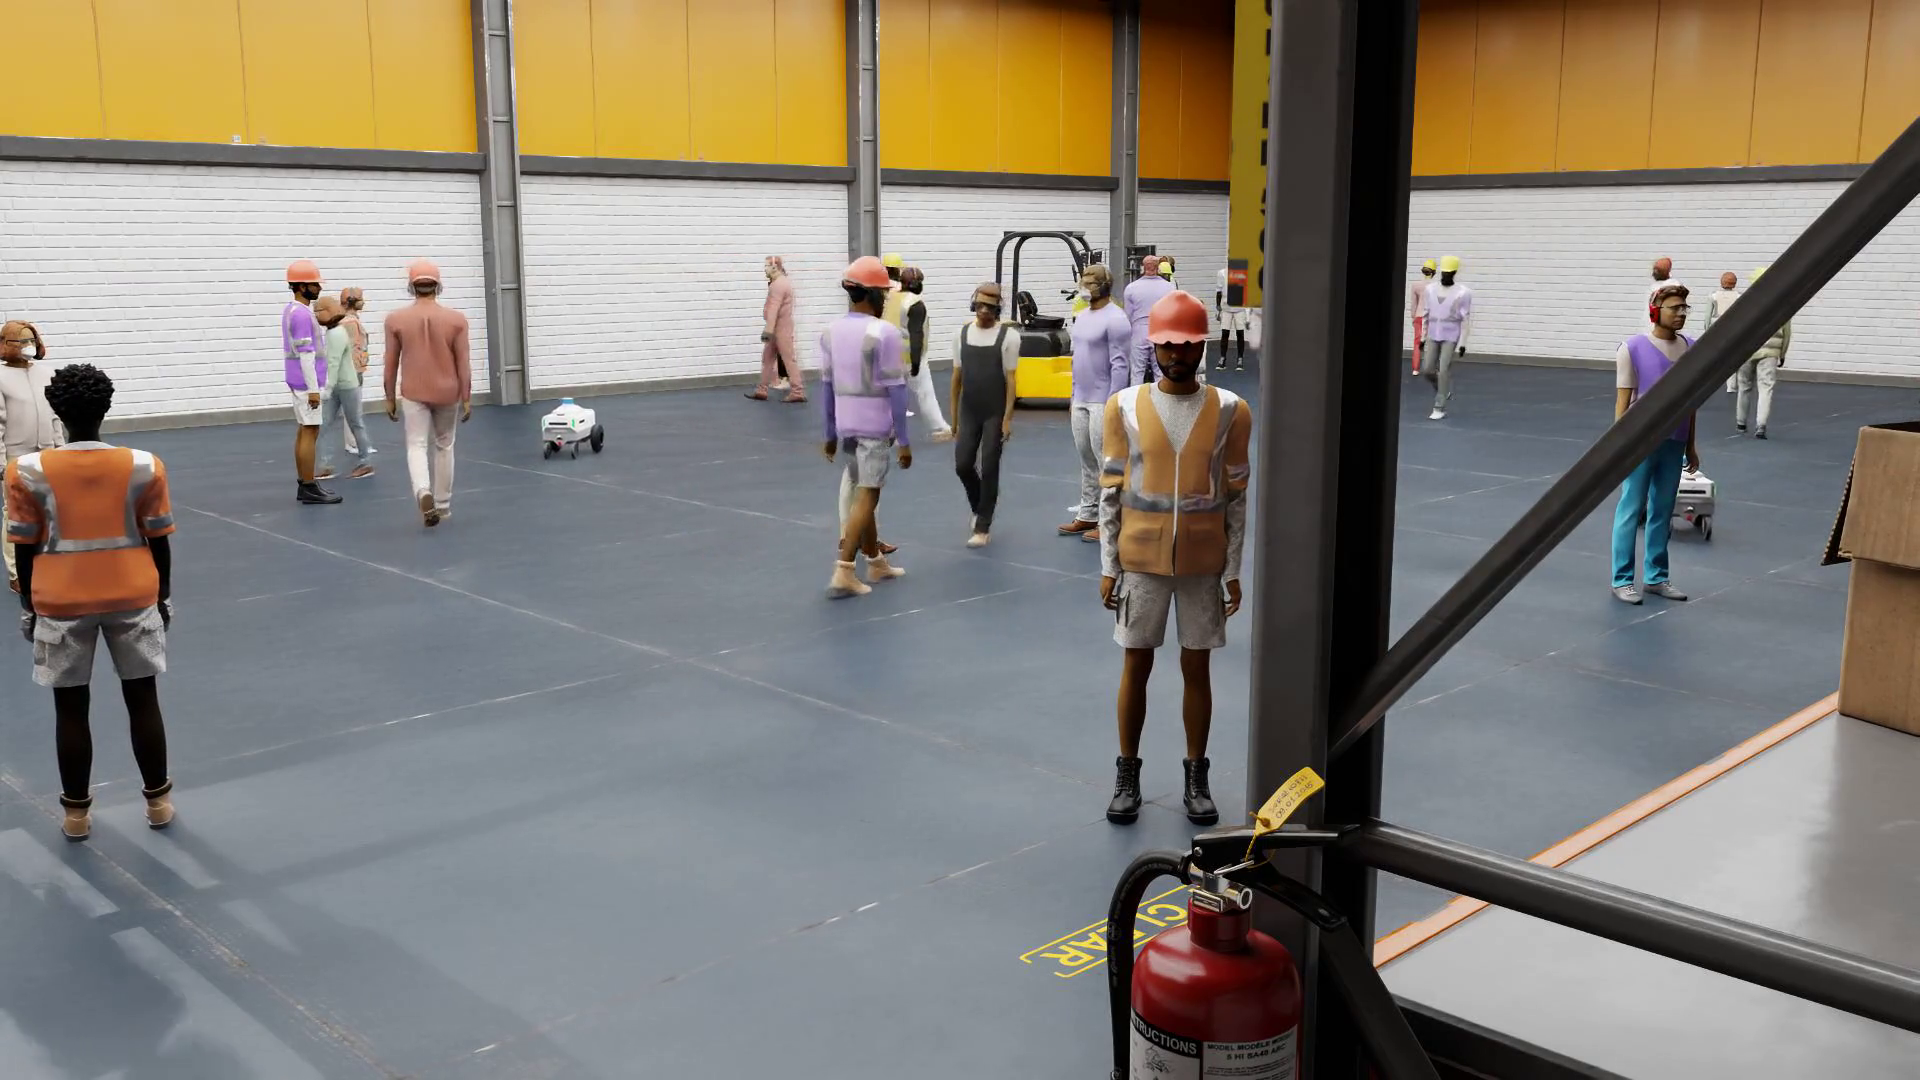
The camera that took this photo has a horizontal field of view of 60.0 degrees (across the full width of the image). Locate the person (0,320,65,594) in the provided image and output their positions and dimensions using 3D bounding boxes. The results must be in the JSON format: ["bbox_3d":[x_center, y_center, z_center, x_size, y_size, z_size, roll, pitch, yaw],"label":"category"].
[{"bbox_3d":[-5.585,-0.500,9.982,0.285,1.633,0.497,4,11,20],"label":"person"}]

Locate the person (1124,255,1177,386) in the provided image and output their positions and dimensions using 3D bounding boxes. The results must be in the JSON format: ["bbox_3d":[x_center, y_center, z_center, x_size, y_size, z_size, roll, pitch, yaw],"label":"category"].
[{"bbox_3d":[2.201,-2.331,19.248,0.639,1.900,0.401,0,10,1],"label":"person"}]

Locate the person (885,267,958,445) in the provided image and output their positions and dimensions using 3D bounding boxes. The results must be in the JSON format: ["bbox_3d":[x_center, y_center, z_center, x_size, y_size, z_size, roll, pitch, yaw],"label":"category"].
[{"bbox_3d":[-0.441,-1.865,16.962,0.926,1.797,0.648,-7,12,-32],"label":"person"}]

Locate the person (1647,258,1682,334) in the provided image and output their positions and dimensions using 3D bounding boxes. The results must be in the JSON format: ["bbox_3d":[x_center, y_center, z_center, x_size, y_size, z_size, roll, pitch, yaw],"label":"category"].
[{"bbox_3d":[8.741,-2.560,20.661,0.607,1.862,0.370,-7,12,-33],"label":"person"}]

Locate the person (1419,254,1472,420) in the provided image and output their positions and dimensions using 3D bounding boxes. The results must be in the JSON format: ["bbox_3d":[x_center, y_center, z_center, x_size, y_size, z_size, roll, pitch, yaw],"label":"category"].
[{"bbox_3d":[5.637,-2.356,19.322,0.602,1.911,0.506,10,14,43],"label":"person"}]

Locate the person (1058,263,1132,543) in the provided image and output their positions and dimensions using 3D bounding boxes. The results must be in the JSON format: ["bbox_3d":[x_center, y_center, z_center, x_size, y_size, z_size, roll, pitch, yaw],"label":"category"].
[{"bbox_3d":[0.952,-0.956,11.639,0.372,1.940,0.631,-5,12,-26],"label":"person"}]

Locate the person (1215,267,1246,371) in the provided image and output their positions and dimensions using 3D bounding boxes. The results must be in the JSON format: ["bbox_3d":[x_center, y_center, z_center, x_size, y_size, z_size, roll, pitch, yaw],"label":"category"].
[{"bbox_3d":[4.336,-3.659,26.312,0.605,1.962,0.373,4,11,21],"label":"person"}]

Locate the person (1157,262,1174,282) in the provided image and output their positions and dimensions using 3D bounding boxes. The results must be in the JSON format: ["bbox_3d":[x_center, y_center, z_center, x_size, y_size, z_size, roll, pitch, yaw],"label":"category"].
[{"bbox_3d":[2.777,-2.952,22.998,0.329,1.765,0.533,-3,11,-13],"label":"person"}]

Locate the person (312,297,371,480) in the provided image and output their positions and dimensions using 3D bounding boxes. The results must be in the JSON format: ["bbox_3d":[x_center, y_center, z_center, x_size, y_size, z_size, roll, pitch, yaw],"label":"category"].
[{"bbox_3d":[-5.440,-1.302,14.427,0.695,1.589,0.486,-10,14,-43],"label":"person"}]

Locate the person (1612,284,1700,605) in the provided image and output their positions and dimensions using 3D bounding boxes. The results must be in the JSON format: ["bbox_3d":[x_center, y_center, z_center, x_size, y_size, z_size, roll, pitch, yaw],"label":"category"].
[{"bbox_3d":[4.055,-0.558,9.709,0.567,1.850,0.389,-4,11,-19],"label":"person"}]

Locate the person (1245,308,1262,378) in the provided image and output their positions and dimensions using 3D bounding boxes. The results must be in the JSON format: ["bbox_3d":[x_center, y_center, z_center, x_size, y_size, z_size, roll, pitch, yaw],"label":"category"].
[{"bbox_3d":[4.450,-3.216,24.111,0.642,1.889,0.573,6,12,30],"label":"person"}]

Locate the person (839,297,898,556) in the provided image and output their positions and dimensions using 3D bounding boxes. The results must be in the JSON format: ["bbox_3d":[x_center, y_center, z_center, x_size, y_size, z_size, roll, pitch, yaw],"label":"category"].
[{"bbox_3d":[-0.628,-0.819,11.140,0.498,1.856,0.326,8,13,38],"label":"person"}]

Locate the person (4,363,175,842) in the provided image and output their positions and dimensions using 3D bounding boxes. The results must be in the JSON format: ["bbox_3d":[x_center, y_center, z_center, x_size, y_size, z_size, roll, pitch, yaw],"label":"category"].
[{"bbox_3d":[-3.052,0.222,5.895,0.530,1.689,0.321,-7,12,-33],"label":"person"}]

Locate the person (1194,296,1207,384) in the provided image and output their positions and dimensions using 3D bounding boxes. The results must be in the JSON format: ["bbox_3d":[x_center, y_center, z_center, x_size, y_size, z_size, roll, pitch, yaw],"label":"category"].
[{"bbox_3d":[1.842,-1.173,13.631,0.515,1.640,0.315,-10,14,-42],"label":"person"}]

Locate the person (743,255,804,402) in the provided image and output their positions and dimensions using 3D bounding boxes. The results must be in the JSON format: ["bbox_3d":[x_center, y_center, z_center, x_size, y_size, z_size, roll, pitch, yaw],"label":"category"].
[{"bbox_3d":[-2.414,-2.680,21.234,0.890,1.872,0.668,-1,10,-7],"label":"person"}]

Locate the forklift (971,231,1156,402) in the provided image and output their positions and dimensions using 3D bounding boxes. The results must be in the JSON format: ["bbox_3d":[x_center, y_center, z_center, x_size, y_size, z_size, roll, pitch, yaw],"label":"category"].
[{"bbox_3d":[1.222,-2.721,20.561,2.313,2.155,1.214,2,11,13],"label":"forklift"}]

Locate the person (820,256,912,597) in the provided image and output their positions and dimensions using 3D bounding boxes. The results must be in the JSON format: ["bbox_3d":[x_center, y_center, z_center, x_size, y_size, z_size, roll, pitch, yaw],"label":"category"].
[{"bbox_3d":[-0.571,-0.680,9.956,0.631,2.037,0.679,10,14,43],"label":"person"}]

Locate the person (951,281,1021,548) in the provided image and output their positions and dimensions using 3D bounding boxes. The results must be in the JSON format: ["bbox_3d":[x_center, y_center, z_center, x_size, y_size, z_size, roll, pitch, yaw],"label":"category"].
[{"bbox_3d":[0.179,-0.863,11.439,0.512,1.825,0.462,4,11,20],"label":"person"}]

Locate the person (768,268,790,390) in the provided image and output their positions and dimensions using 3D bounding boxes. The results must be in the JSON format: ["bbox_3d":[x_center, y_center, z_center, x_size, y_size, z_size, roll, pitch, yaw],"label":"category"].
[{"bbox_3d":[-2.512,-2.931,23.059,0.318,1.700,0.535,-4,11,-21],"label":"person"}]

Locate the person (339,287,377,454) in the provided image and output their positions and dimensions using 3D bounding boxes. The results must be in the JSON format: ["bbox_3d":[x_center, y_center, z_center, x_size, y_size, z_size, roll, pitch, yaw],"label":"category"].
[{"bbox_3d":[-5.933,-1.654,16.286,0.312,1.633,0.519,-5,11,-25],"label":"person"}]

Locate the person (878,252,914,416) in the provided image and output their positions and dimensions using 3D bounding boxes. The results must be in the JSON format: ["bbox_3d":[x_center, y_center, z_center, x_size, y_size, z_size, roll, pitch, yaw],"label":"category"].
[{"bbox_3d":[-0.815,-2.411,19.599,0.589,1.928,0.384,9,14,40],"label":"person"}]

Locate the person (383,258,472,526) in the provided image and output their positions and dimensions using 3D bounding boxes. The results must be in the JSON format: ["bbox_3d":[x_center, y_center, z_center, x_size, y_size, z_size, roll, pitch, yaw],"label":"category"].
[{"bbox_3d":[-3.899,-1.073,12.203,0.622,1.968,0.856,-3,11,-17],"label":"person"}]

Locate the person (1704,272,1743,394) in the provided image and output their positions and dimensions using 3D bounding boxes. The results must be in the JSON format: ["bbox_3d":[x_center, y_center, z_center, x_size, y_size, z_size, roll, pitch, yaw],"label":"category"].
[{"bbox_3d":[10.344,-2.797,22.500,0.525,1.637,0.307,6,12,28],"label":"person"}]

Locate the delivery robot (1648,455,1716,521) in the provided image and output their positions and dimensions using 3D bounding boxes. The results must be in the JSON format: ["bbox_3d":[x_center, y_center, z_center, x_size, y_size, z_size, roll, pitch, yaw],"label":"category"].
[{"bbox_3d":[5.172,-0.370,11.958,0.477,0.478,0.707,2,11,9],"label":"delivery robot"}]

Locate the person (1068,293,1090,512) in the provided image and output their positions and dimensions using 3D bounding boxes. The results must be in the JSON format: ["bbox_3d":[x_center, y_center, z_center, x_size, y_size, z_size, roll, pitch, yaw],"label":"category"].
[{"bbox_3d":[1.066,-1.020,12.578,0.497,1.716,0.525,1,10,7],"label":"person"}]

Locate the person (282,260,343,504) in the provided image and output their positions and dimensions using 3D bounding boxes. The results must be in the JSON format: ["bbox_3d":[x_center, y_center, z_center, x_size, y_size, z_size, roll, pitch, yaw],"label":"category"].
[{"bbox_3d":[-5.177,-1.252,13.252,0.356,1.937,0.552,-6,12,-28],"label":"person"}]

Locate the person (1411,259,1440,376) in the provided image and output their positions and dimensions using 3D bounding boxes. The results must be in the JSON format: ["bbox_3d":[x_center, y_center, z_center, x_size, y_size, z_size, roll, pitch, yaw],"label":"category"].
[{"bbox_3d":[7.080,-3.355,25.190,0.525,1.769,0.308,7,13,34],"label":"person"}]

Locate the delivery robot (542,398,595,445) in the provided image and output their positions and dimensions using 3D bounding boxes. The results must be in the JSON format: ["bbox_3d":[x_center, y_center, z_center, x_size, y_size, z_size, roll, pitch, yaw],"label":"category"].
[{"bbox_3d":[-3.798,-1.138,16.148,0.477,0.478,0.707,1,10,4],"label":"delivery robot"}]

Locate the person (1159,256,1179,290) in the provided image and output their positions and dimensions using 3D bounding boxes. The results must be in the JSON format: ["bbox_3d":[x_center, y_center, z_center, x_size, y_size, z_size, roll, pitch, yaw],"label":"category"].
[{"bbox_3d":[2.908,-3.081,23.481,0.429,1.846,0.625,-4,11,-23],"label":"person"}]

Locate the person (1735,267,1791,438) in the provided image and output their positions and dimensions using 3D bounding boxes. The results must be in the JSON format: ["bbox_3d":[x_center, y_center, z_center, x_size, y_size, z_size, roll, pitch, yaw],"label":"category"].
[{"bbox_3d":[8.493,-1.990,17.679,0.579,1.796,0.920,5,11,23],"label":"person"}]

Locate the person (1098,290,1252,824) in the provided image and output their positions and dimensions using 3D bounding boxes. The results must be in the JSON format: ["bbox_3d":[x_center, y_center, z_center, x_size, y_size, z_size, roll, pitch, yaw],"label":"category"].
[{"bbox_3d":[0.771,0.074,6.024,0.543,1.939,0.355,1,10,4],"label":"person"}]
